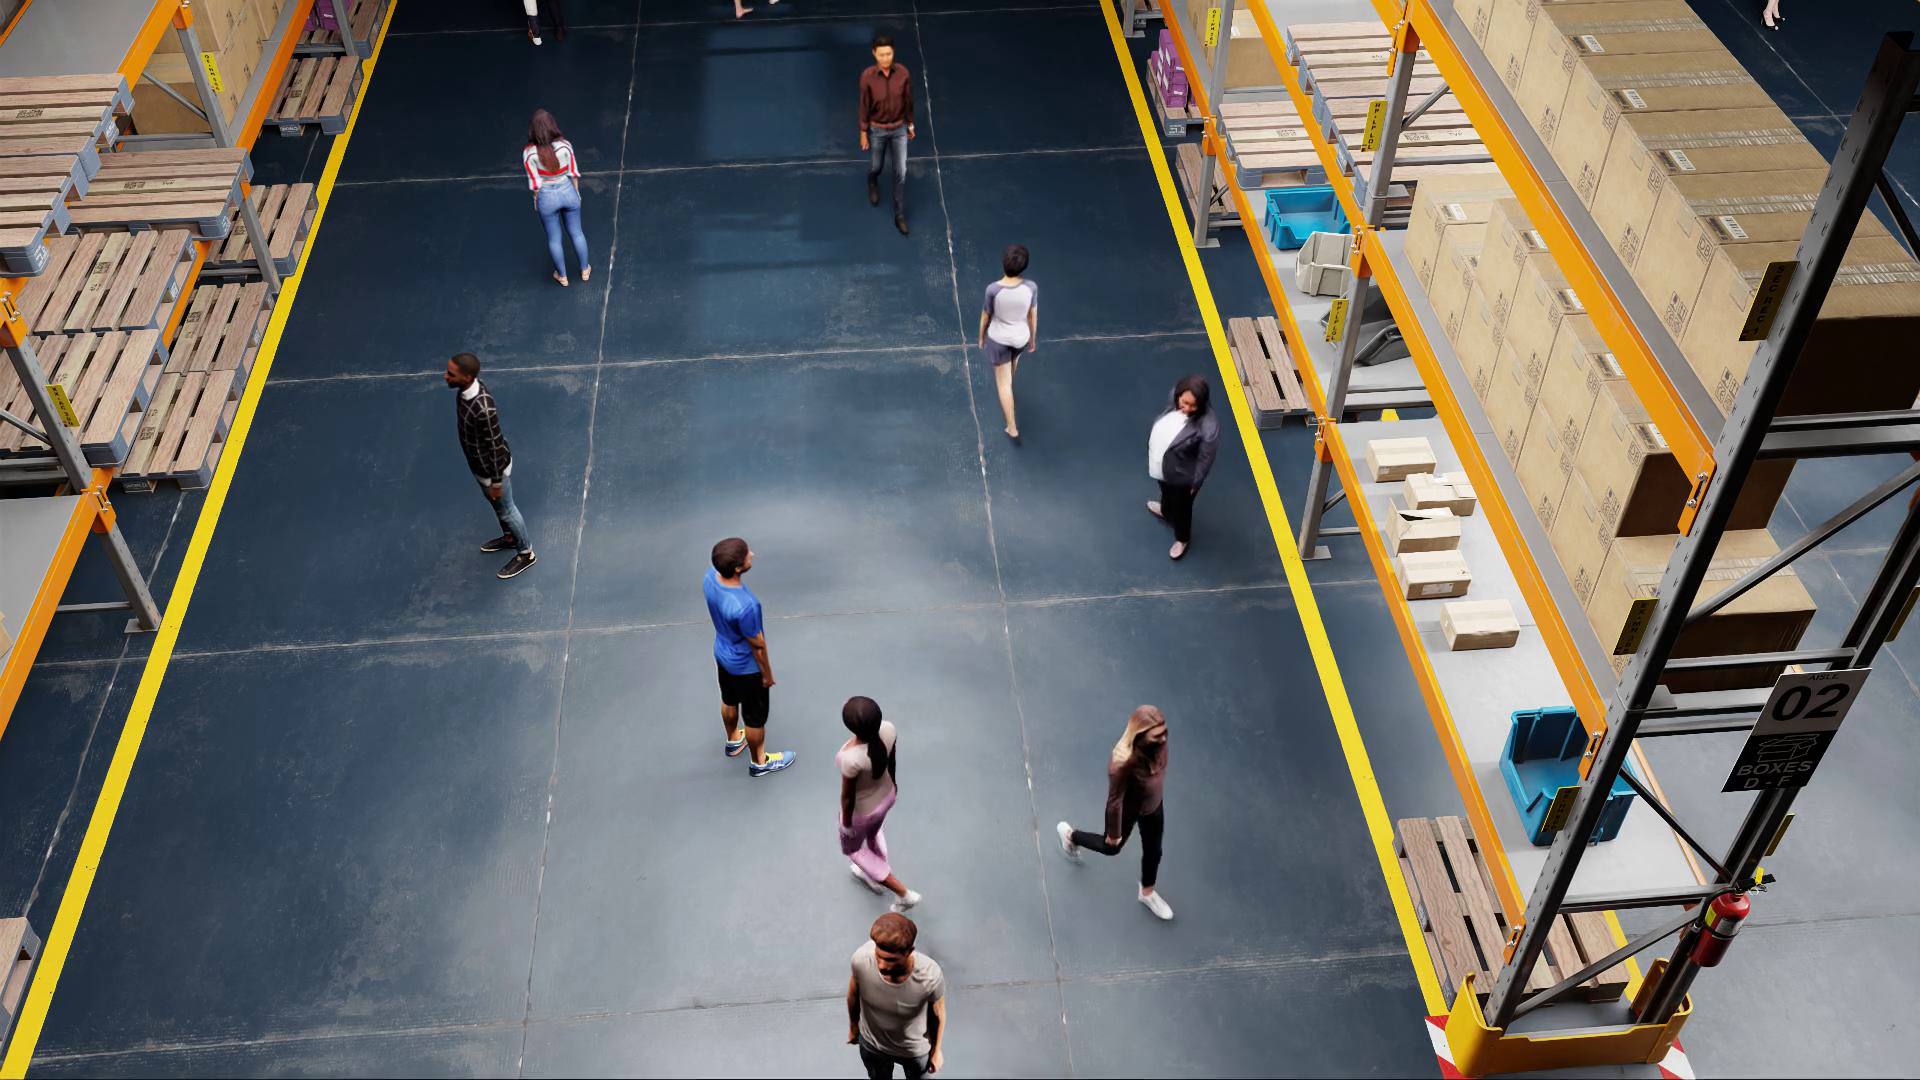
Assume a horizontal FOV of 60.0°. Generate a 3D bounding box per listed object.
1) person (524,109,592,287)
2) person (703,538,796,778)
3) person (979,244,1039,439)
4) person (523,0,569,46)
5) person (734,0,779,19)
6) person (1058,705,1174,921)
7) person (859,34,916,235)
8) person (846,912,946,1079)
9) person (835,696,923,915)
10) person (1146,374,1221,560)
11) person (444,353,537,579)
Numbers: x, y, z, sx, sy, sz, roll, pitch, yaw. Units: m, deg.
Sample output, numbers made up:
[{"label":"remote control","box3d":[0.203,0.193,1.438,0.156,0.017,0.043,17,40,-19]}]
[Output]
[{"label":"person","box3d":[-3.375,-2.870,13.937,0.649,1.614,0.621,-17,46,-17]},{"label":"person","box3d":[-1.325,0.700,10.005,0.763,1.868,0.674,-31,52,-28]},{"label":"person","box3d":[0.384,-1.476,12.546,0.671,1.514,1.106,-8,44,-9]},{"label":"person","box3d":[-4.402,-6.031,17.055,0.731,1.890,0.648,-11,45,-11]},{"label":"person","box3d":[-2.327,-6.312,17.481,0.932,1.709,1.007,27,50,26]},{"label":"person","box3d":[0.907,1.457,9.347,1.015,1.680,1.125,-34,53,-30]},{"label":"person","box3d":[-0.672,-3.637,14.640,0.790,1.755,1.089,-10,45,-11]},{"label":"person","box3d":[-0.307,2.421,8.176,0.724,1.899,0.691,12,45,12]},{"label":"person","box3d":[-0.446,1.518,9.248,0.920,1.728,0.873,29,51,27]},{"label":"person","box3d":[1.545,-0.572,11.551,0.972,1.577,0.768,-10,45,-11]},{"label":"person","box3d":[-3.200,-0.539,11.340,0.801,1.821,0.662,-23,48,-22]}]
